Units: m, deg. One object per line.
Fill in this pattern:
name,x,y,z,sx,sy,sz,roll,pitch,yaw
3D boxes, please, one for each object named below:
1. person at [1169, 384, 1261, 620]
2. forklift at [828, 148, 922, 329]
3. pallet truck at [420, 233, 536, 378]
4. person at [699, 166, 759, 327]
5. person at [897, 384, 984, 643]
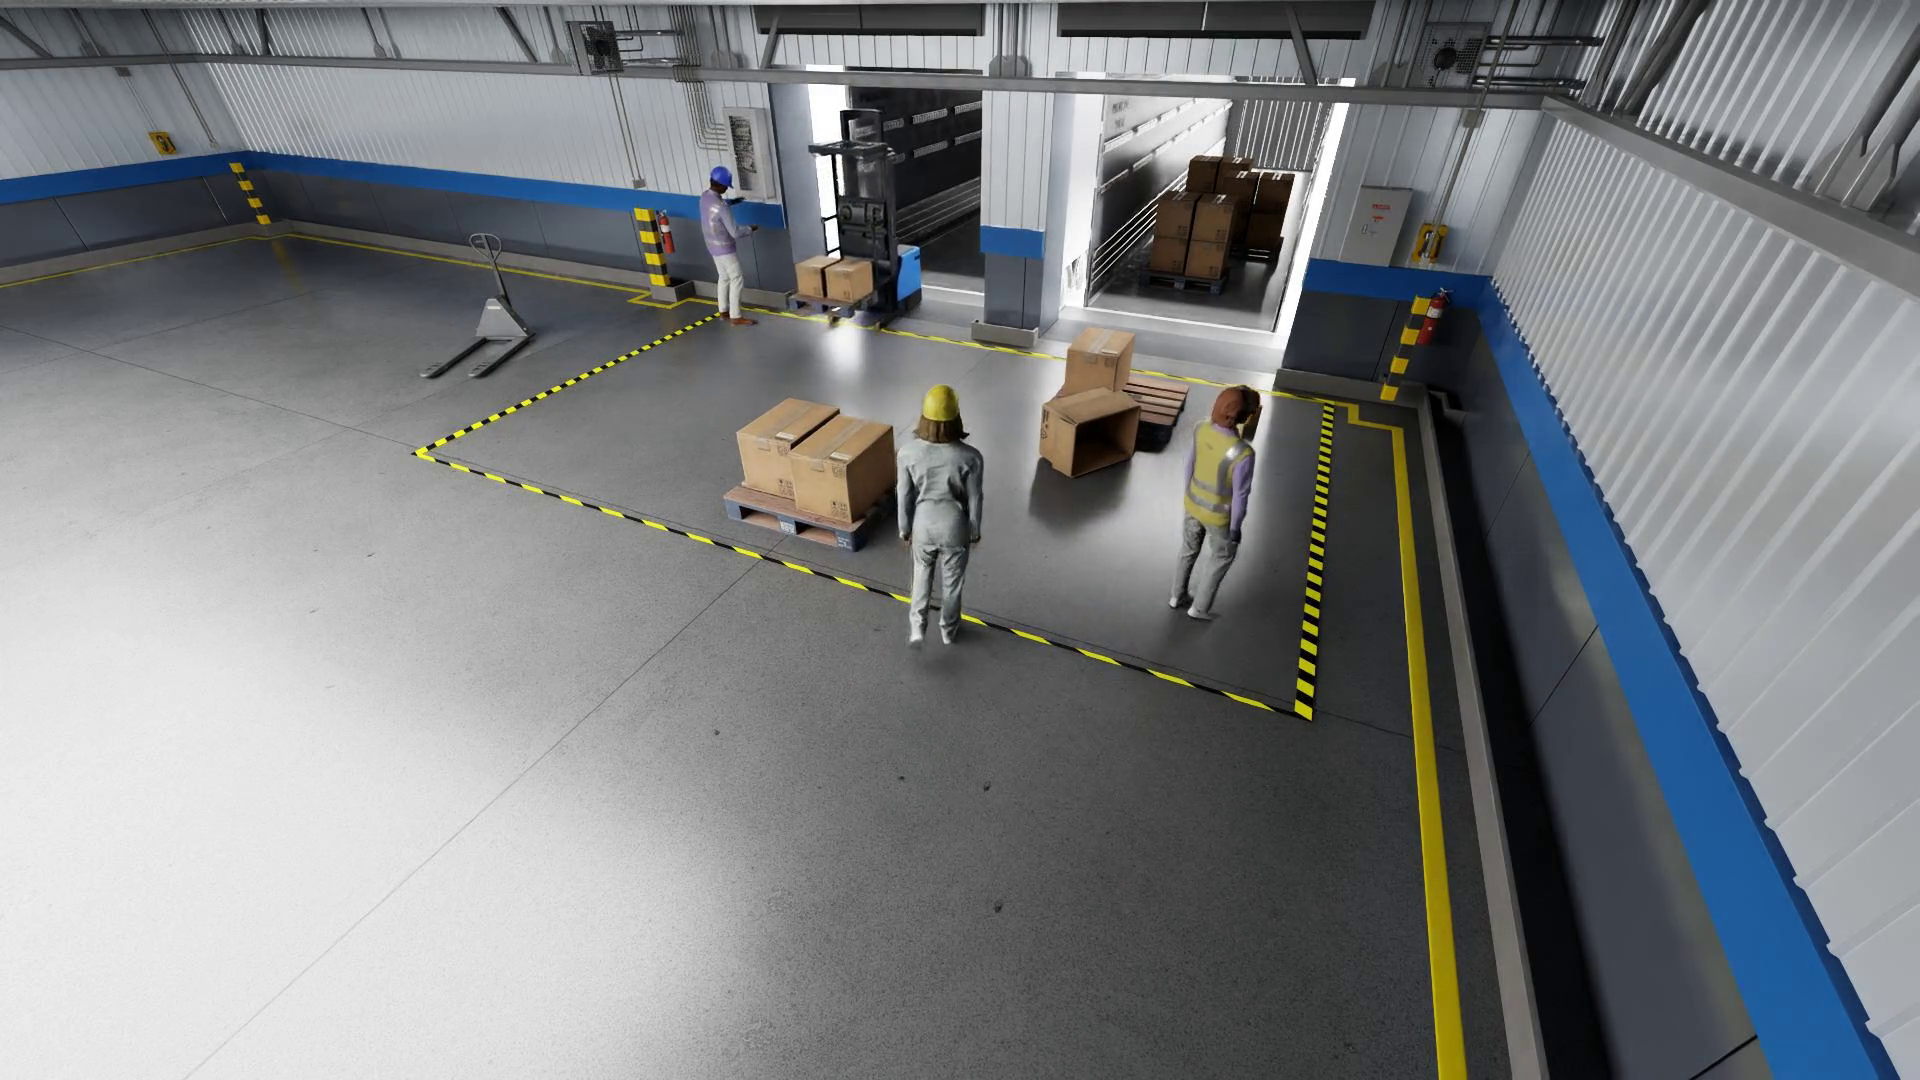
person,1.557,-0.185,4.537,0.345,1.631,0.537,-14,38,-19
forklift,-1.029,-4.038,9.598,0.716,2.013,0.776,15,38,20
pallet truck,-5.664,-2.712,8.427,0.680,1.201,1.601,0,35,-1
person,-2.904,-3.721,9.296,0.678,1.878,0.796,-27,44,-33
person,-0.123,-0.040,4.252,0.487,1.734,0.494,6,36,8
